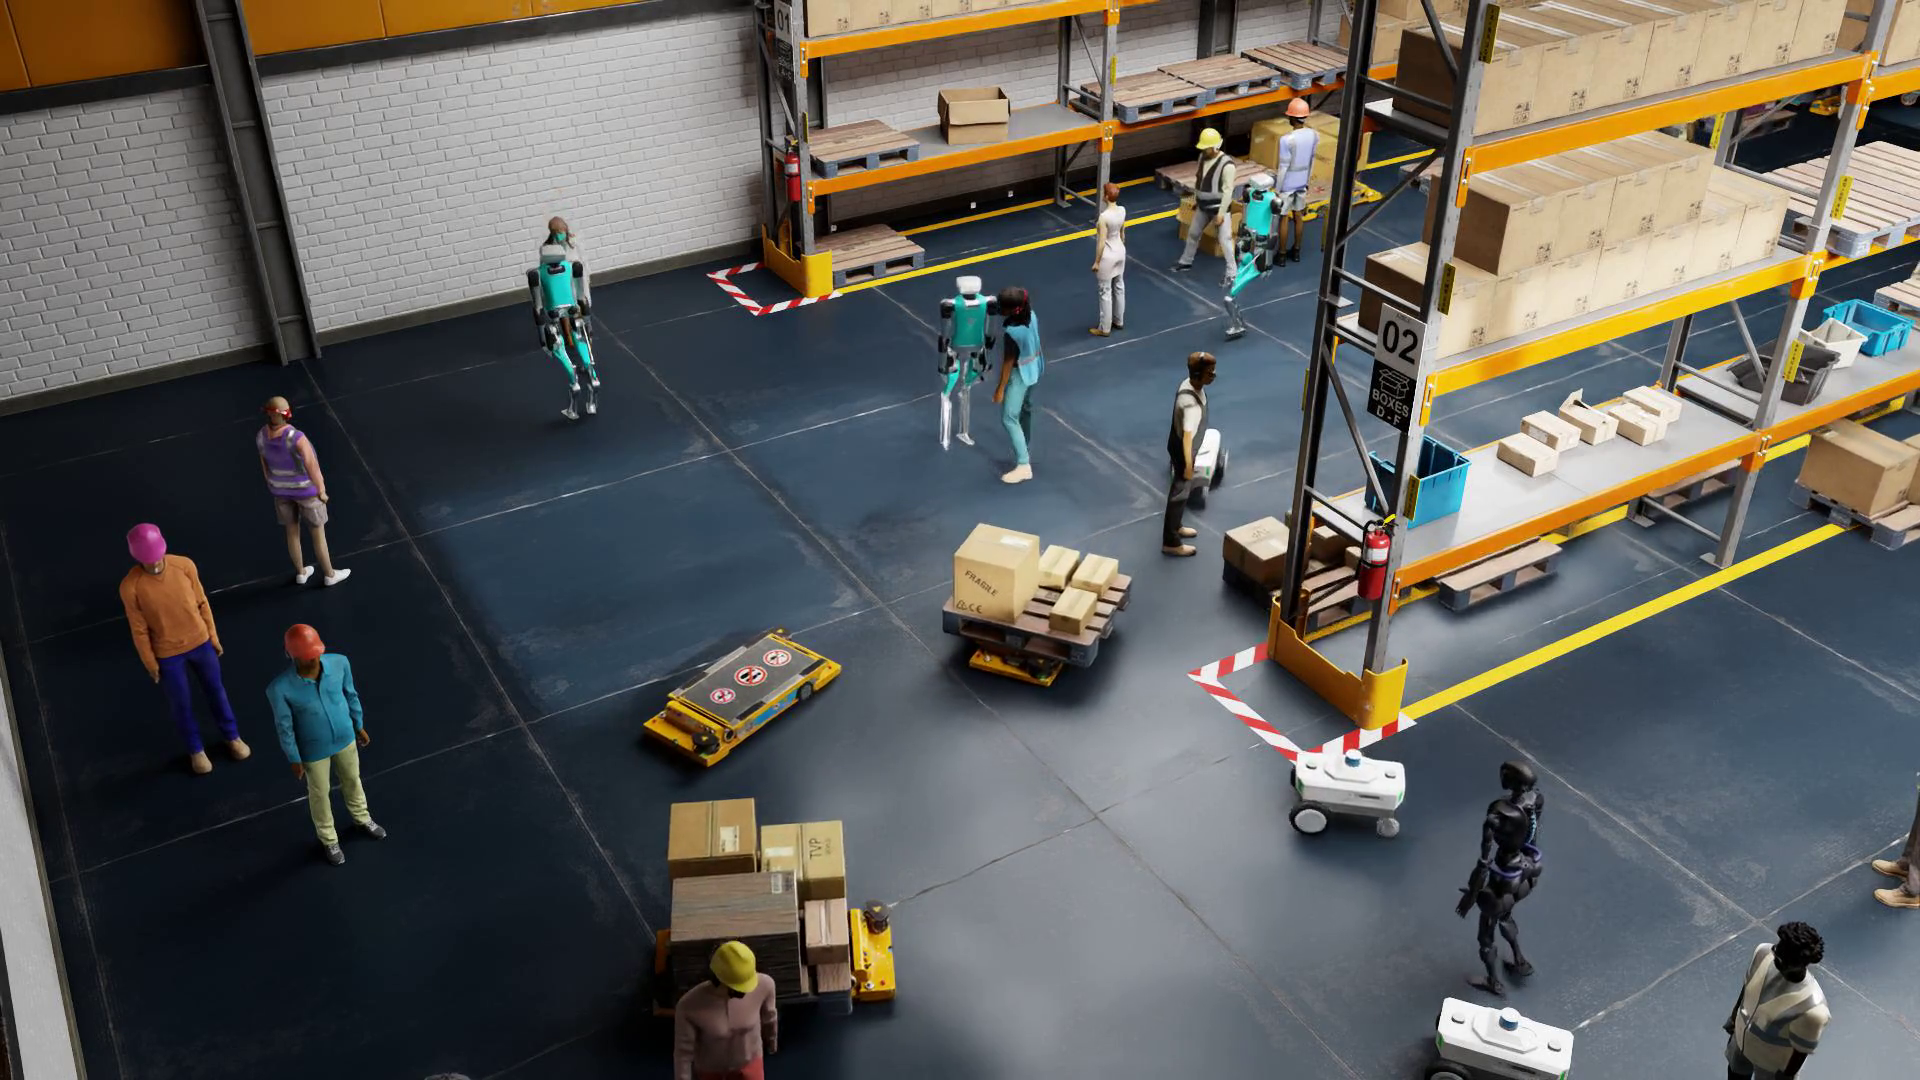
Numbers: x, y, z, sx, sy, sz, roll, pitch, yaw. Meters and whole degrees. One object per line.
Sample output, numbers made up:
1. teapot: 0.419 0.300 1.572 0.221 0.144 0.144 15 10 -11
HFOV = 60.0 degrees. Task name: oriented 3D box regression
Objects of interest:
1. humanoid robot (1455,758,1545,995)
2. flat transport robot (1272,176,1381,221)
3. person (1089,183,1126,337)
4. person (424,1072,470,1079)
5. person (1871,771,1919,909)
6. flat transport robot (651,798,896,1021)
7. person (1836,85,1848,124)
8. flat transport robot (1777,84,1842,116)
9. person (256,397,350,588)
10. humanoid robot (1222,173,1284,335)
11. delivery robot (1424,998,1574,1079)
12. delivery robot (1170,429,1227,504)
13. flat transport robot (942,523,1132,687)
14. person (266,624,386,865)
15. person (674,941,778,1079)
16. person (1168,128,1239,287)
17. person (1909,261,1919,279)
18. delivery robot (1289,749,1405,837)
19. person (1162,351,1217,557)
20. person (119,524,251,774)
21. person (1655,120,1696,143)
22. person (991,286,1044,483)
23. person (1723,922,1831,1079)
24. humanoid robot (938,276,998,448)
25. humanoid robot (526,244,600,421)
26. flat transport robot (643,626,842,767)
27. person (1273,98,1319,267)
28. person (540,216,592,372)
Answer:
1. humanoid robot: 3.157 1.955 9.649 0.586 1.644 0.344 -24 39 -33
2. flat transport robot: 4.572 -4.332 20.993 1.431 0.231 0.659 -20 37 -29
3. person: 1.564 -2.946 17.469 0.281 1.659 0.447 27 41 36
4. person: -2.308 3.157 7.726 0.482 1.663 0.688 -10 33 -15
5. person: 6.033 1.509 10.256 0.305 1.777 0.478 14 35 21
6. flat transport robot: -1.124 2.528 10.052 1.431 0.231 0.659 -3 32 -5
7. person: 12.763 -6.836 23.571 0.525 1.799 0.822 24 40 33
8. flat transport robot: 12.400 -6.581 24.579 0.659 0.231 1.431 -19 37 -27
9. person: -5.315 -0.373 13.339 0.477 1.691 0.349 6 33 9
10. humanoid robot: 2.922 -2.878 17.318 0.799 1.804 0.540 -20 37 -28
11. delivery robot: 3.011 2.845 9.265 0.774 0.581 0.499 12 34 19
12. delivery robot: 2.124 -0.723 14.951 0.499 0.577 0.769 8 33 13
13. flat transport robot: 0.645 0.628 13.082 0.659 0.231 1.431 13 34 20
14. person: -4.056 1.275 10.648 0.322 1.755 0.562 24 39 33
15. person: -1.179 2.663 8.485 0.542 1.692 0.947 -7 33 -11
16. person: 2.792 -3.775 18.695 0.523 1.782 0.746 -18 36 -26
17. person: 10.841 -3.614 18.482 0.824 1.707 0.600 -16 35 -24
18. delivery robot: 2.573 1.671 11.167 0.797 0.613 0.499 6 33 9
19. person: 1.891 -0.726 13.773 0.347 1.835 0.501 5 32 8
20. person: -5.318 0.724 11.333 0.518 1.972 0.404 -26 40 -35
21. person: 8.767 -4.925 20.516 0.973 1.778 0.561 -3 32 -4
22. person: 0.533 -1.424 14.881 0.377 1.847 0.703 14 35 21
23. person: 4.151 2.613 8.575 0.320 1.693 0.532 -6 33 -10
24. humanoid robot: 0.018 -1.658 15.386 0.534 1.824 0.686 -7 33 -11
25. humanoid robot: -3.646 -1.886 15.583 0.533 1.677 0.735 -16 35 -24
26. flat transport robot: -1.590 1.130 12.281 0.659 0.231 1.431 22 38 31
27. person: 3.788 -4.091 19.041 0.550 1.934 0.361 -20 37 -28
28. person: -4.002 -2.559 16.906 0.495 1.601 0.941 -9 33 -14
